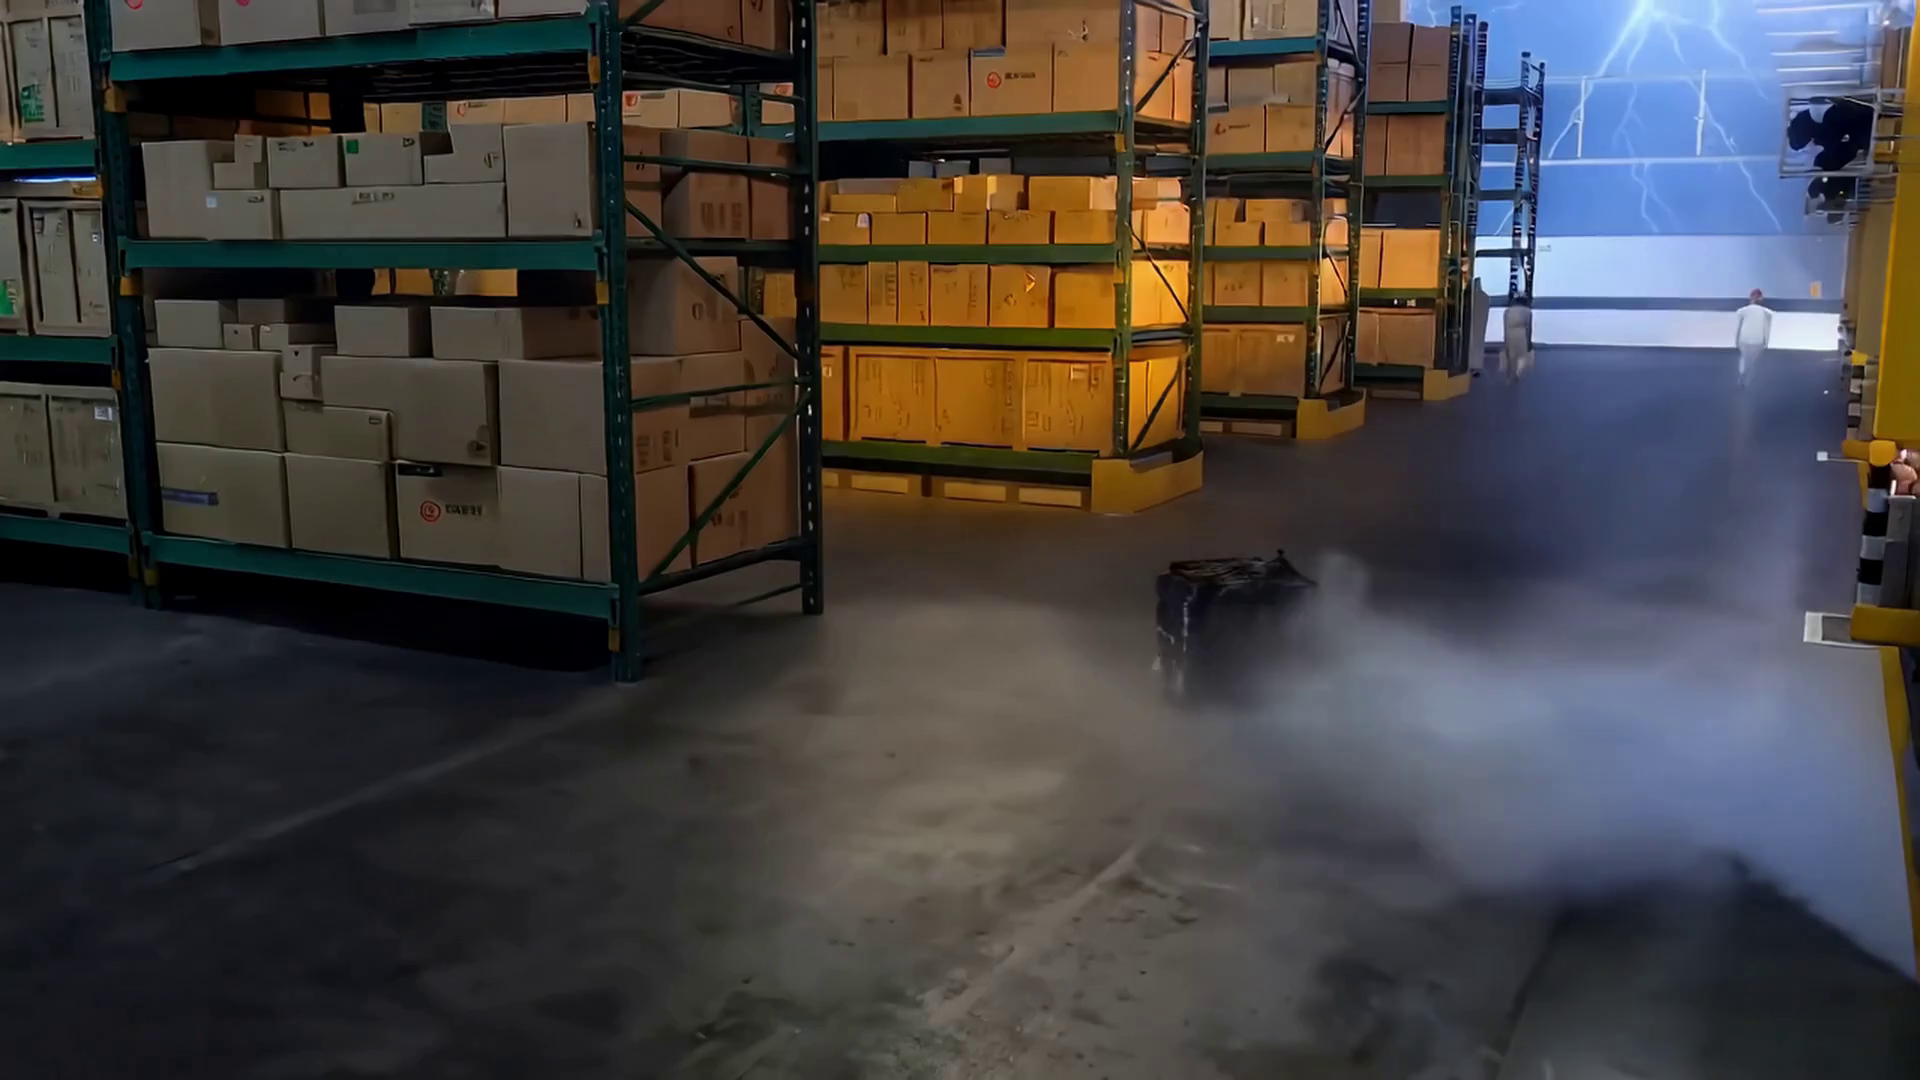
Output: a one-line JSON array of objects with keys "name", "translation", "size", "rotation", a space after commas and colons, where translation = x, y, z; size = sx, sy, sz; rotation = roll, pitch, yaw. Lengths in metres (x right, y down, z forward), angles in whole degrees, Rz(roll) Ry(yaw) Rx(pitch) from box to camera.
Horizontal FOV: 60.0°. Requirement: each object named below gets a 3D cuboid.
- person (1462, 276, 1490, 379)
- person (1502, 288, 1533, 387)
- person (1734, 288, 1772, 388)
[{"name": "person", "translation": [9.518, -3.936, 30.847], "size": [0.643, 1.909, 0.411], "rotation": [-8, 12, -38]}, {"name": "person", "translation": [9.692, -3.520, 28.941], "size": [0.508, 1.726, 0.377], "rotation": [5, 11, 25]}, {"name": "person", "translation": [13.638, -3.468, 28.619], "size": [0.569, 1.736, 0.460], "rotation": [5, 11, 26]}]
